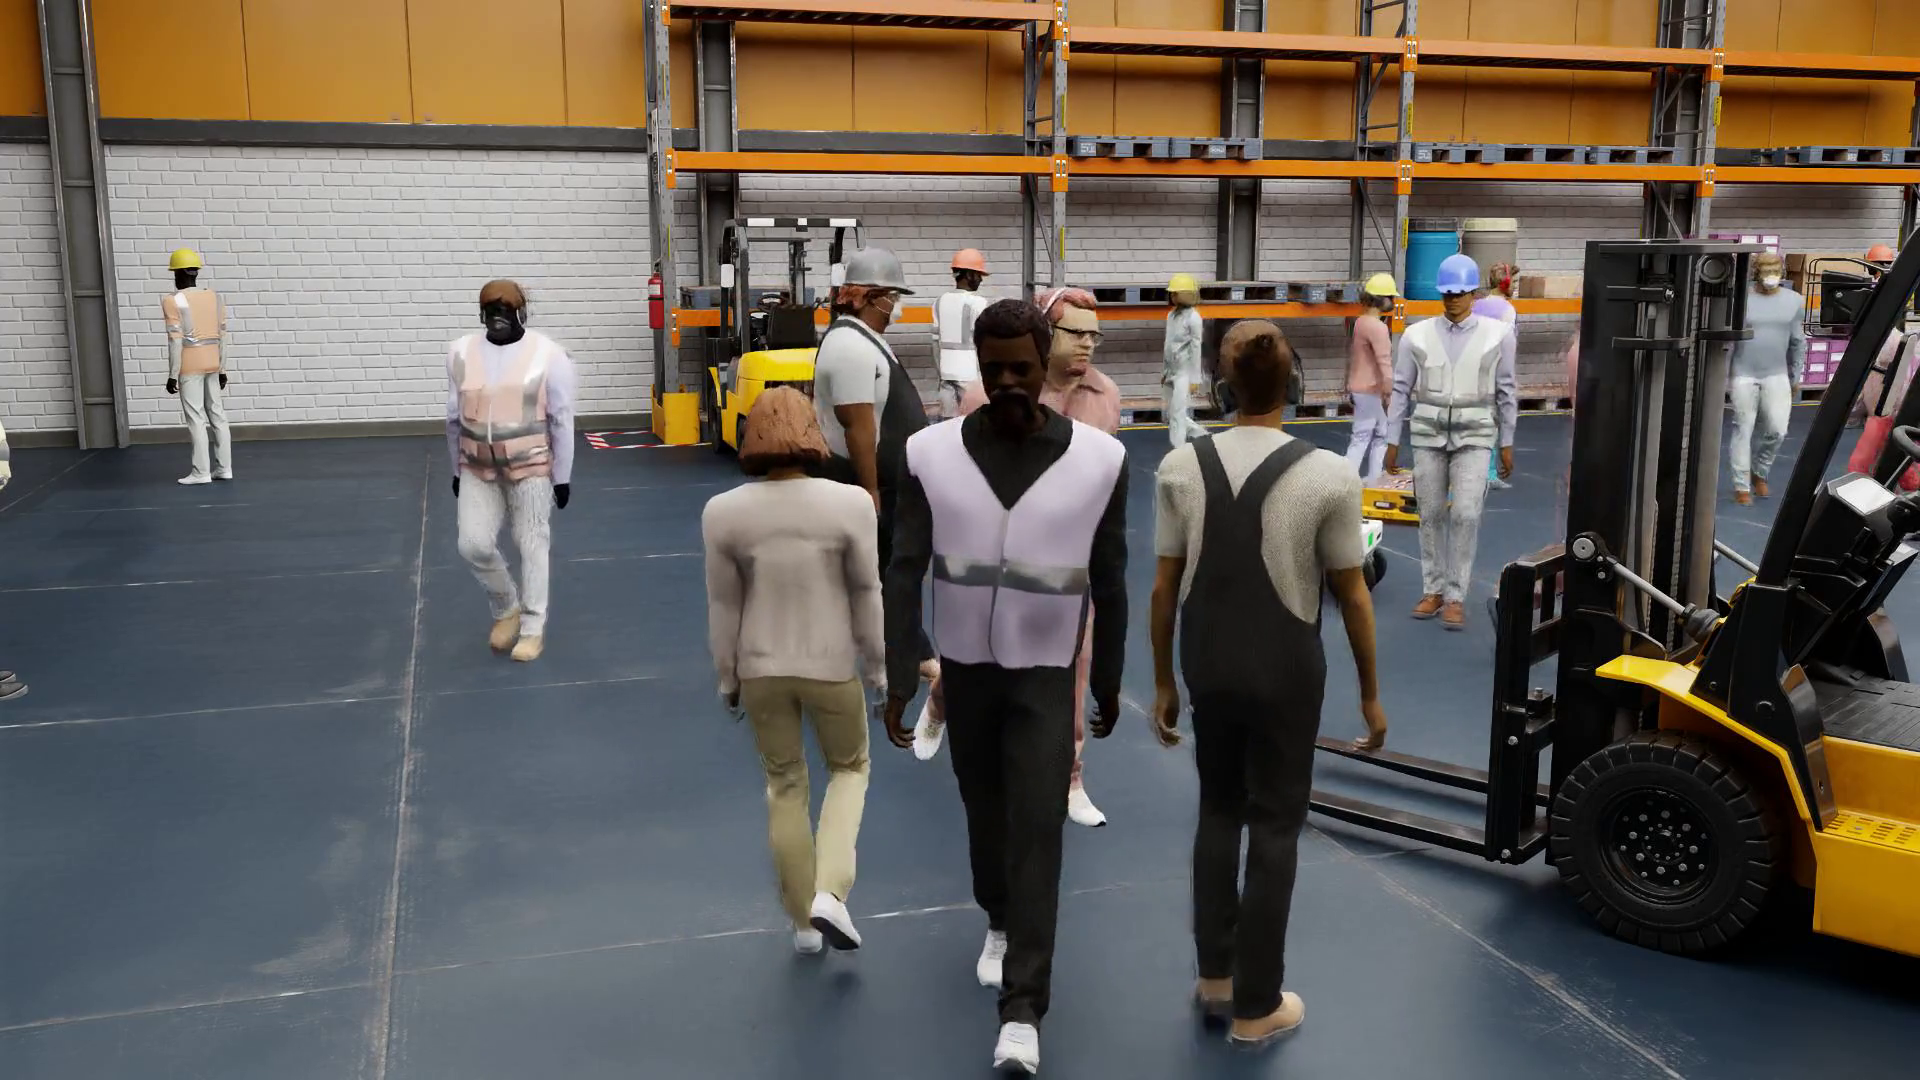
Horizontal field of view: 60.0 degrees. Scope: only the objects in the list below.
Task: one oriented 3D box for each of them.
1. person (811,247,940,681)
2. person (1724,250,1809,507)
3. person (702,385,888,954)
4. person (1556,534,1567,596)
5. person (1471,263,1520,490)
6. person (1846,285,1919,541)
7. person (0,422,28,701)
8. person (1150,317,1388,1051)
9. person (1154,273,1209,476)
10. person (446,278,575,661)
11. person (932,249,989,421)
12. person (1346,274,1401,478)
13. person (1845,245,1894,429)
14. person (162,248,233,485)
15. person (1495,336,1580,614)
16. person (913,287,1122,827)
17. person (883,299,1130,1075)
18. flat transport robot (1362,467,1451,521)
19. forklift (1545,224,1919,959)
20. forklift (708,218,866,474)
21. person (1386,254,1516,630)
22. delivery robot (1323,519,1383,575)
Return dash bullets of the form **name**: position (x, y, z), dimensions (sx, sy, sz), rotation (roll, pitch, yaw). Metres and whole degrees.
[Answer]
- **person**: position (-0.519, -0.337, 7.421), dimensions (0.968, 2.000, 0.681), rotation (1, 10, 4)
- **person**: position (6.006, -1.205, 12.514), dimensions (0.643, 1.927, 0.433), rotation (2, 11, 13)
- **person**: position (-0.453, 0.381, 4.623), dimensions (0.518, 1.616, 0.391), rotation (1, 10, 4)
- **person**: position (3.598, -0.550, 9.086), dimensions (0.957, 1.856, 0.659), rotation (-1, 10, -7)
- **person**: position (4.154, -1.282, 13.196), dimensions (0.575, 1.819, 0.587), rotation (-2, 11, -13)
- **person**: position (6.098, -0.831, 11.015), dimensions (0.898, 1.718, 0.530), rotation (3, 11, 16)
- **person**: position (-4.359, -0.197, 7.251), dimensions (0.403, 1.825, 0.593), rotation (-8, 13, -36)
- **person**: position (0.781, 0.366, 4.166), dimensions (0.563, 1.832, 0.485), rotation (6, 12, 31)
- **person**: position (1.935, -1.414, 14.177), dimensions (0.602, 1.724, 0.496), rotation (-4, 11, -20)
- **person**: position (-2.143, -0.326, 7.927), dimensions (0.646, 1.826, 0.452), rotation (1, 10, 6)
- **person**: position (0.036, -1.272, 12.853), dimensions (0.547, 1.929, 0.385), rotation (10, 14, 44)
- **person**: position (3.106, -1.082, 12.289), dimensions (0.640, 1.743, 0.557), rotation (-1, 10, -3)
- **person**: position (9.605, -2.124, 17.503), dimensions (0.545, 1.938, 0.361), rotation (-9, 14, -41)
- **person**: position (-6.268, -1.412, 13.626), dimensions (0.382, 1.924, 0.594), rotation (4, 11, 21)
- **person**: position (2.963, -0.314, 7.708), dimensions (0.740, 1.886, 0.644), rotation (0, 10, -1)
- **person**: position (0.209, 0.025, 5.939), dimensions (0.666, 1.867, 0.871), rotation (-5, 12, -27)
- **person**: position (0.110, 0.343, 4.176), dimensions (0.601, 1.864, 1.020), rotation (2, 10, 9)
- **flat transport robot**: position (3.317, -0.350, 12.339), dimensions (0.652, 0.197, 1.431), rotation (6, 12, 30)
- **forklift**: position (2.909, 0.117, 4.508), dimensions (2.313, 2.155, 1.214), rotation (9, 14, 40)
- **forklift**: position (-1.522, -1.778, 14.899), dimensions (1.214, 2.155, 2.313), rotation (-3, 11, -17)
- **person**: position (2.547, -0.510, 8.678), dimensions (0.644, 1.932, 0.502), rotation (4, 11, 22)
- **delivery robot**: position (2.026, -0.015, 9.470), dimensions (0.707, 0.478, 0.477), rotation (4, 11, 22)
